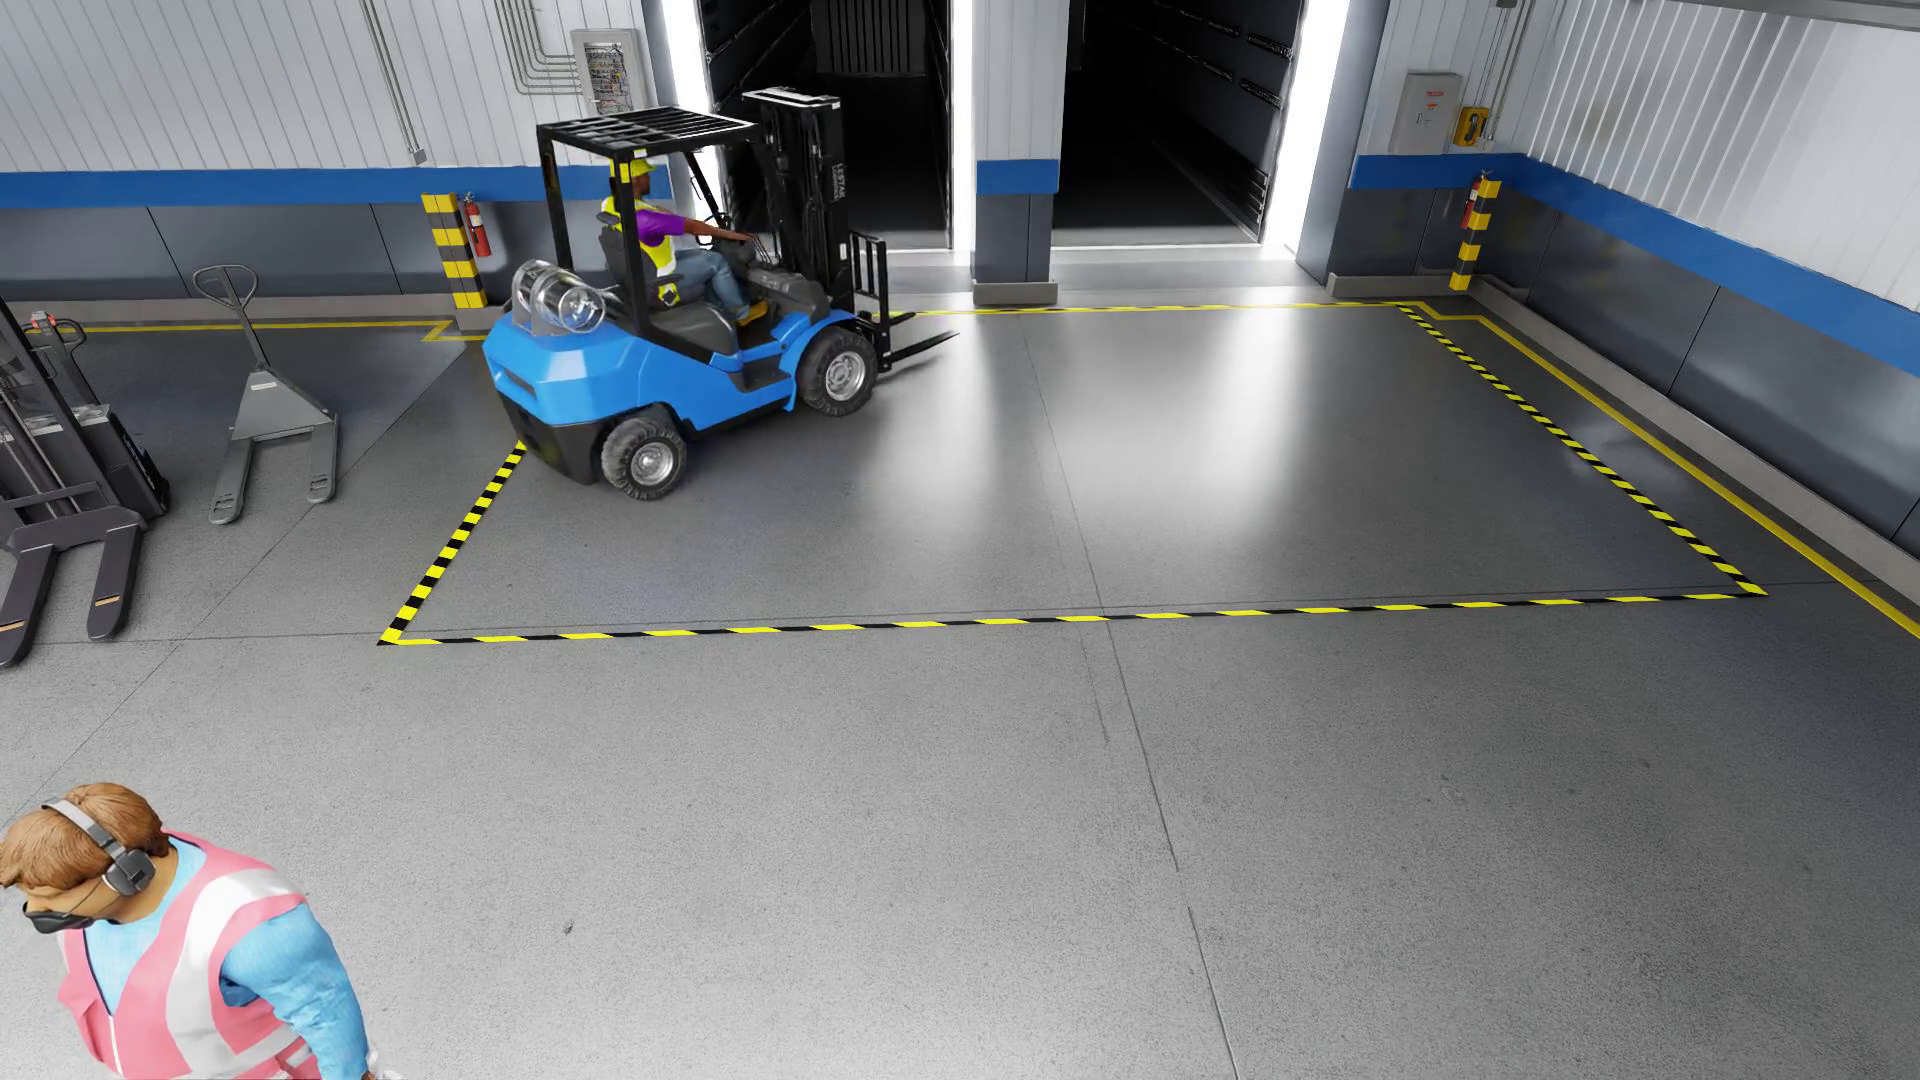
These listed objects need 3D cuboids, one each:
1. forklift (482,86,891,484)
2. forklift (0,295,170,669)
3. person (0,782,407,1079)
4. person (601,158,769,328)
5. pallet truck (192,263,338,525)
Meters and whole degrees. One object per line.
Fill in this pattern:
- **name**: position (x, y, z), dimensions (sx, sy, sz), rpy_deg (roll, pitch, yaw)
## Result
- **forklift**: position (-1.876, -1.847, 6.332), dimensions (1.157, 2.036, 2.680), rpy_deg (29, 44, 35)
- **forklift**: position (-5.212, -0.618, 4.878), dimensions (0.823, 1.965, 1.885), rpy_deg (-20, 39, -26)
- **person**: position (-1.756, 1.270, 2.301), dimensions (0.621, 1.845, 0.431), rpy_deg (10, 36, 15)
- **person**: position (-1.829, -2.022, 6.256), dimensions (0.635, 1.294, 1.004), rpy_deg (29, 44, 35)
- **pallet truck**: position (-4.778, -1.027, 6.128), dimensions (0.680, 1.201, 1.601), rpy_deg (-17, 38, -23)
